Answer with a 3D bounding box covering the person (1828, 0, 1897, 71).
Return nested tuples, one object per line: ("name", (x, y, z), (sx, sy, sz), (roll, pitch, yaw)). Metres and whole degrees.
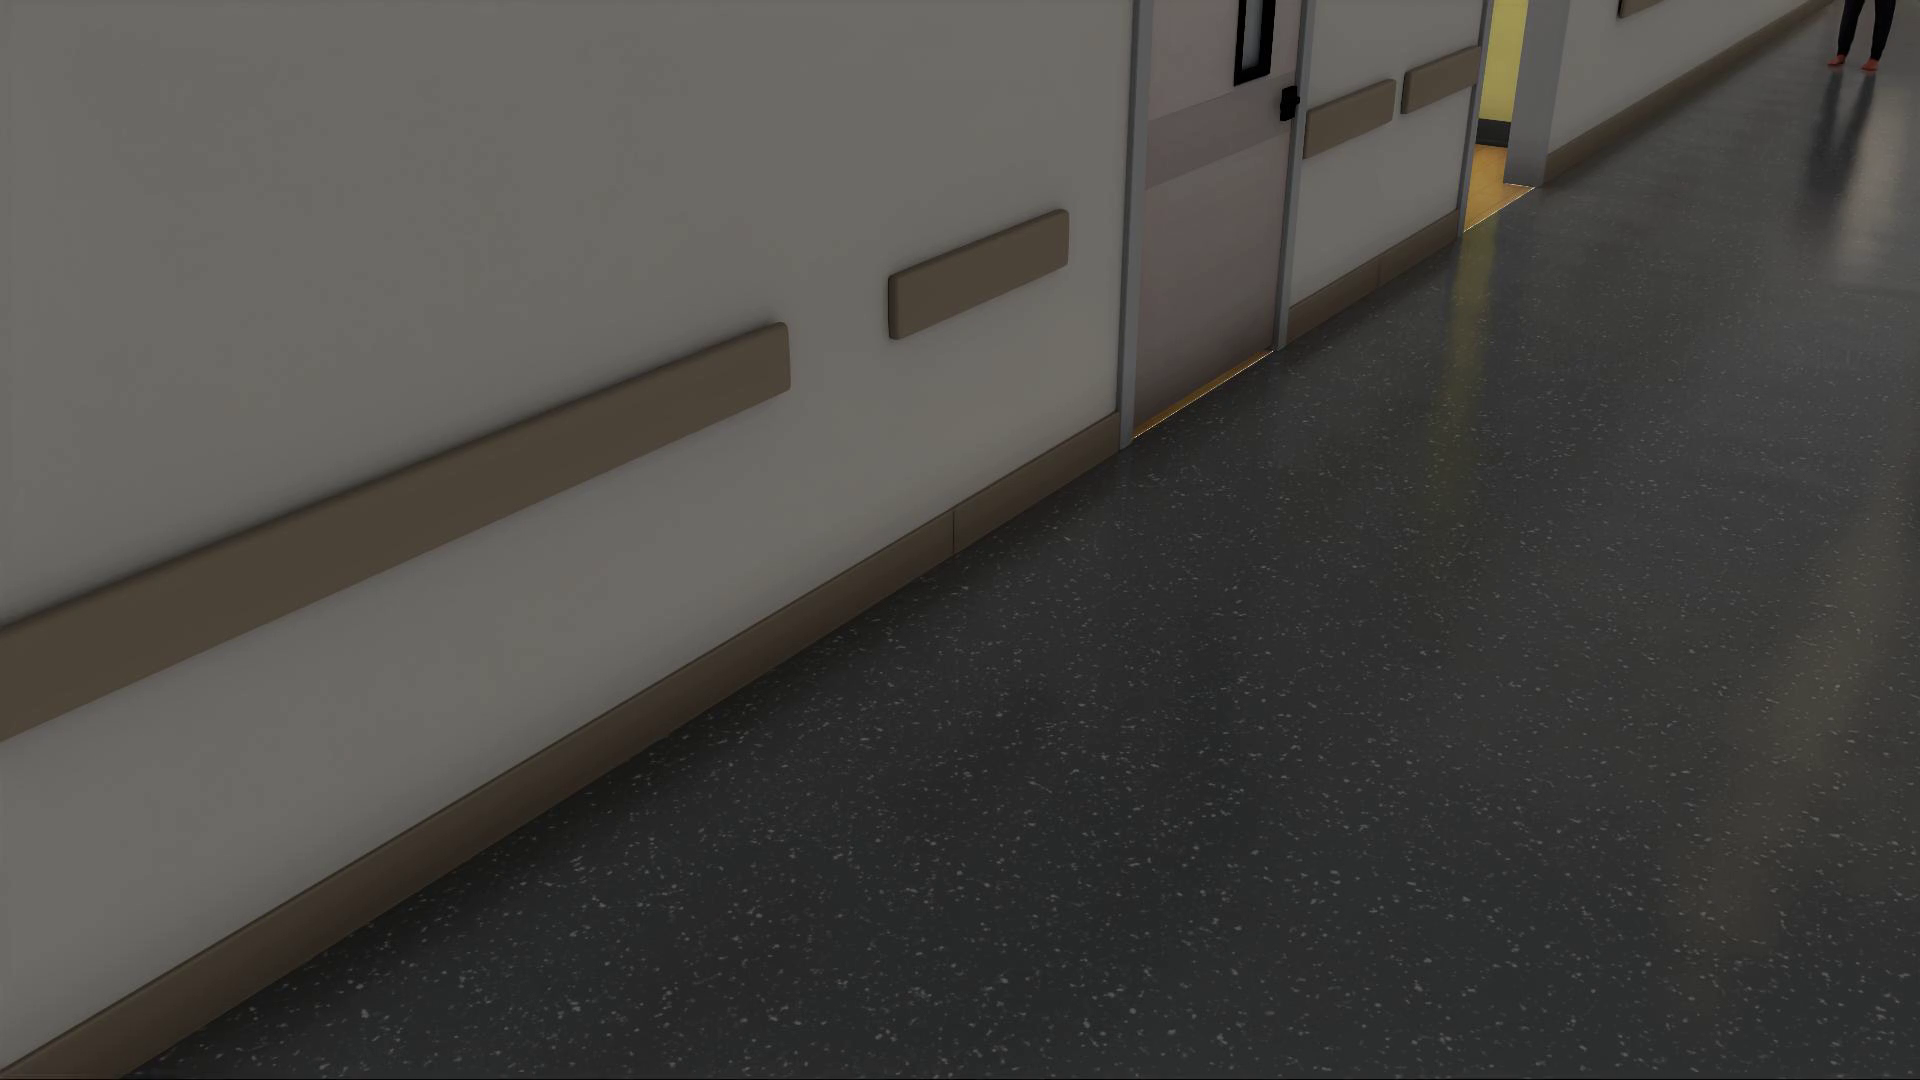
("person", (7.151, -4.561, 12.905), (0.487, 1.726, 0.674), (20, 32, 36))
